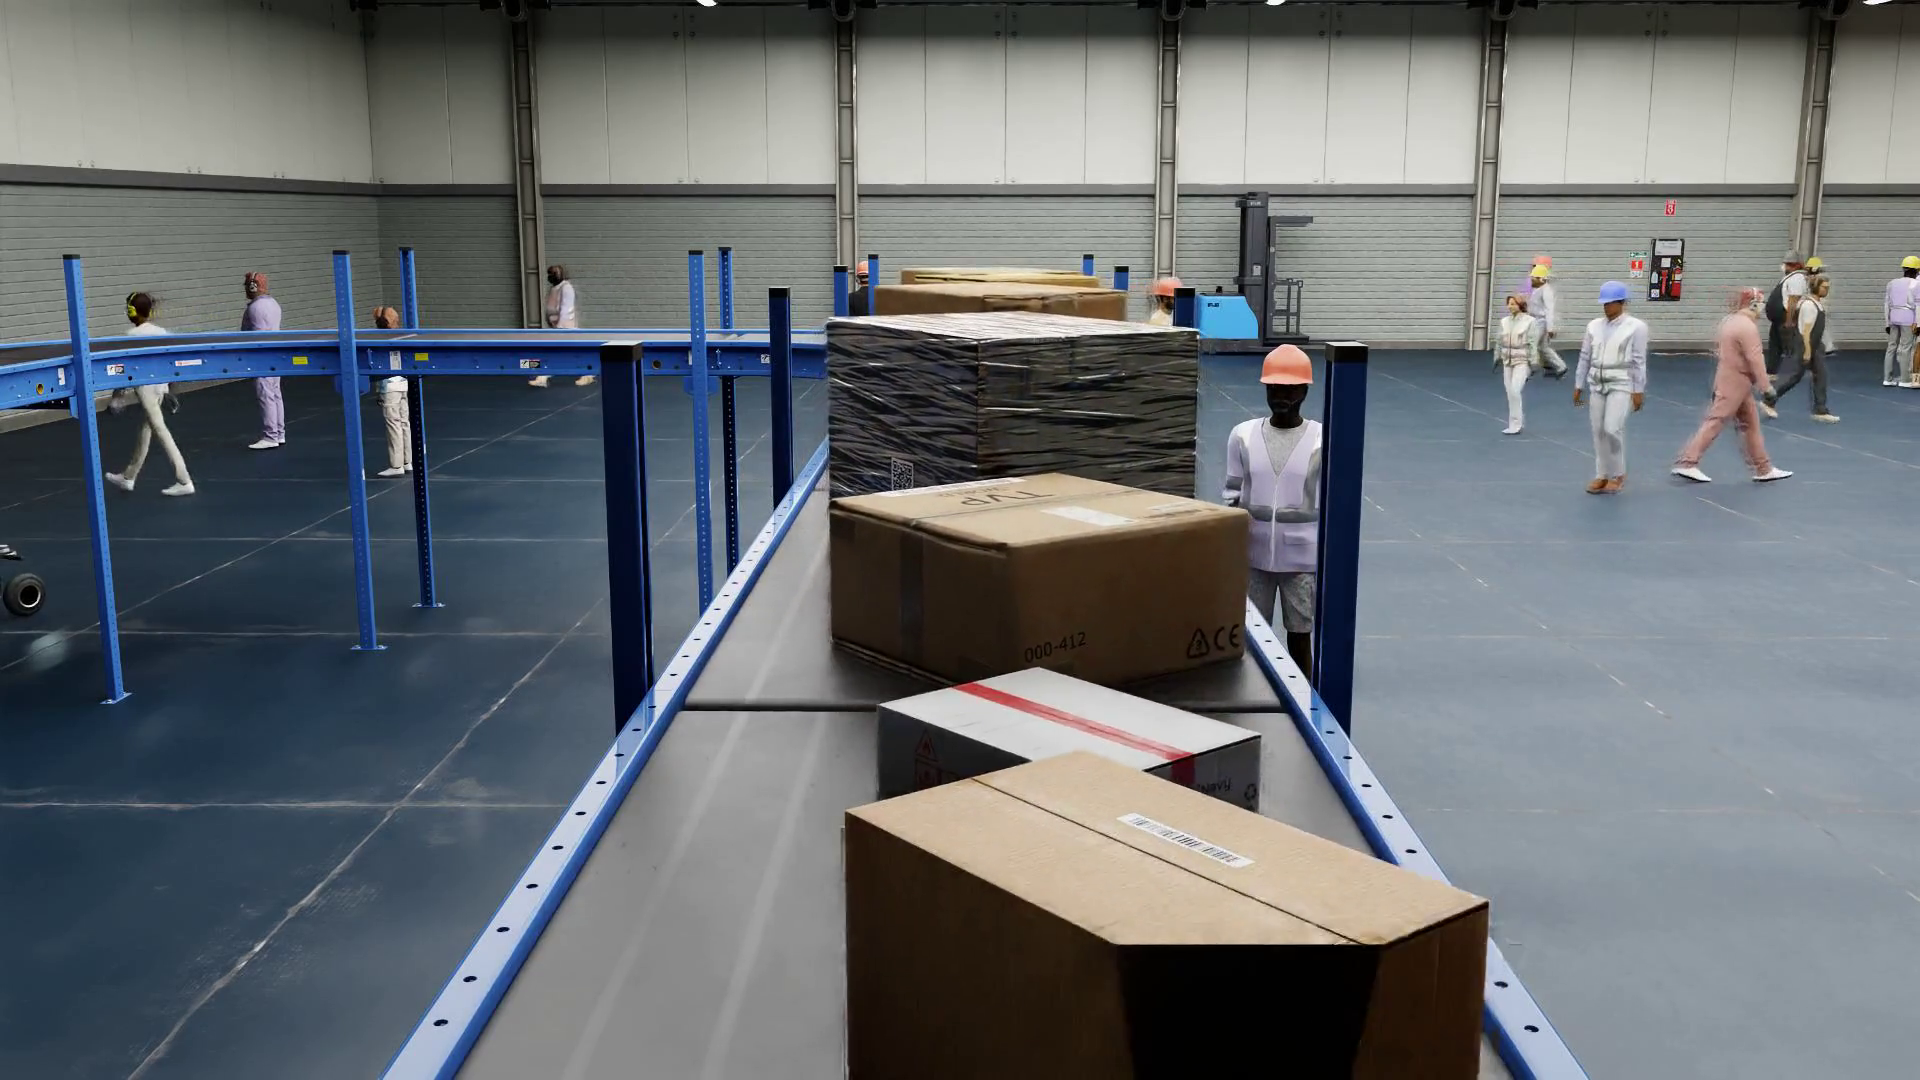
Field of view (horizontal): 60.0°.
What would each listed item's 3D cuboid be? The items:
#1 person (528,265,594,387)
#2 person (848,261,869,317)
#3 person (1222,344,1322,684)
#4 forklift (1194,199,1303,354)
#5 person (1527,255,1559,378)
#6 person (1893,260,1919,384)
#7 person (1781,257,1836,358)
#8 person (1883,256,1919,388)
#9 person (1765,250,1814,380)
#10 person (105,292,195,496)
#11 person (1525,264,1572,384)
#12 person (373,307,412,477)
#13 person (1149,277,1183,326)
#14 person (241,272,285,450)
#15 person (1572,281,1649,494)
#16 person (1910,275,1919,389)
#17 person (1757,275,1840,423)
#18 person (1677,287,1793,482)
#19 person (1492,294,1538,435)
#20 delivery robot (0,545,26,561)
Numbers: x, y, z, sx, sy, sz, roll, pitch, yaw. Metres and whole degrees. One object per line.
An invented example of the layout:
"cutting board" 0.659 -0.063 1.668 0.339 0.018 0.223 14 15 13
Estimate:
"person" -5.929 -3.176 24.688 0.959 1.800 0.619 -10 15 -40
"person" -1.076 -2.245 19.391 0.613 1.991 0.391 -3 11 -15
"person" 1.443 0.088 7.531 0.545 1.942 0.354 4 12 22
"forklift" 5.313 -4.851 30.603 1.873 2.768 1.129 0 11 1
"person" 9.097 -3.523 26.186 0.816 1.908 0.561 0 11 0
"person" 14.251 -3.280 25.025 0.437 1.865 0.601 5 12 25
"person" 15.224 -4.137 29.662 0.946 1.790 0.585 6 12 27
"person" 13.928 -3.216 24.541 0.370 1.929 0.585 -5 12 -24
"person" 12.758 -3.434 25.484 0.845 2.000 0.688 3 12 17
"person" -7.408 -1.311 15.018 0.961 1.817 0.546 2 11 8
"person" 8.834 -3.261 25.125 0.875 1.797 0.579 1 11 7
"person" -5.525 -1.442 16.175 0.306 1.638 0.522 1 11 3
"person" 2.004 -1.624 16.377 0.482 1.920 0.581 4 12 21
"person" -7.599 -1.950 18.094 0.409 1.907 0.651 -1 11 -6
"person" 5.853 -1.371 15.052 0.496 1.928 0.623 -7 13 -33
"person" 14.224 -3.224 24.278 0.610 2.048 0.366 3 11 14
"person" 10.392 -2.368 20.519 0.921 1.812 0.520 10 15 40
"person" 7.359 -1.455 15.722 1.036 1.848 0.647 4 12 18
"person" 6.382 -2.021 19.183 0.490 1.621 0.540 -7 13 -31
"delivery robot" -6.219 0.074 10.373 0.335 0.223 0.698 5 12 24
